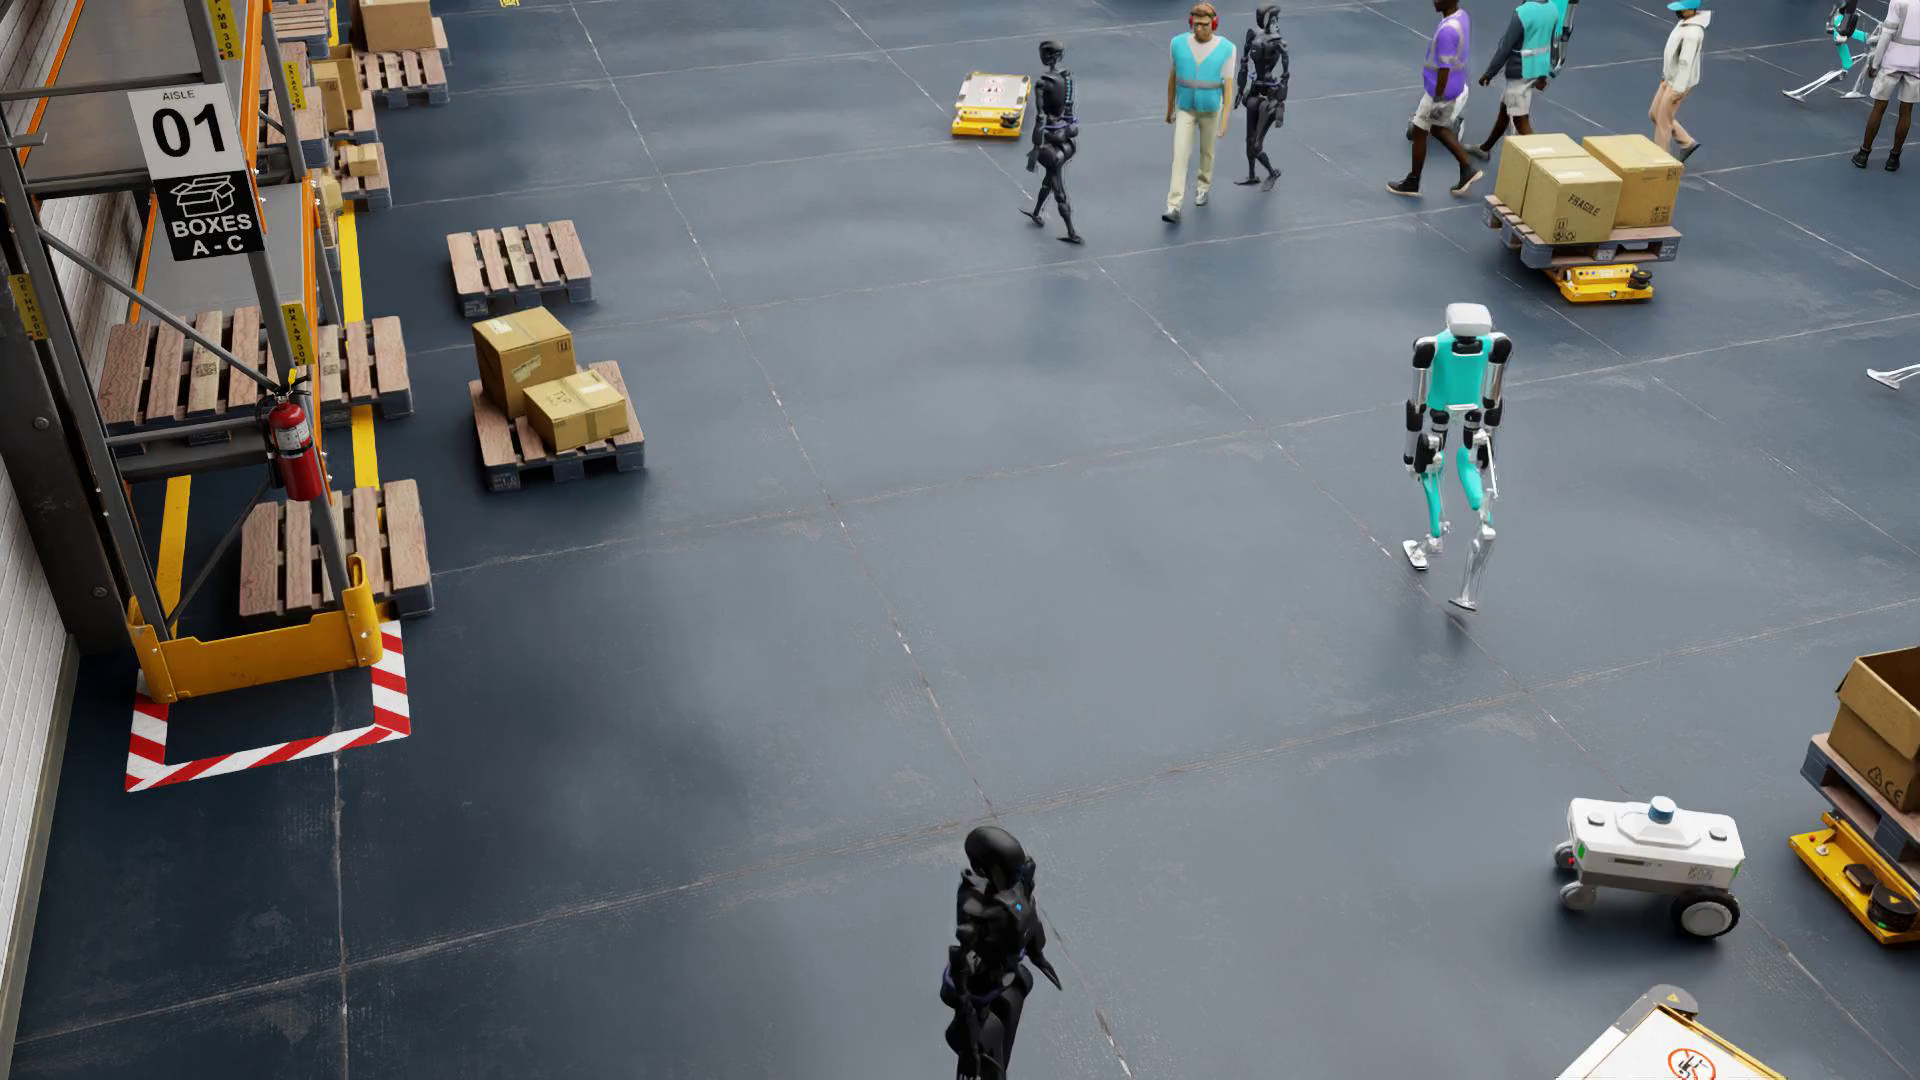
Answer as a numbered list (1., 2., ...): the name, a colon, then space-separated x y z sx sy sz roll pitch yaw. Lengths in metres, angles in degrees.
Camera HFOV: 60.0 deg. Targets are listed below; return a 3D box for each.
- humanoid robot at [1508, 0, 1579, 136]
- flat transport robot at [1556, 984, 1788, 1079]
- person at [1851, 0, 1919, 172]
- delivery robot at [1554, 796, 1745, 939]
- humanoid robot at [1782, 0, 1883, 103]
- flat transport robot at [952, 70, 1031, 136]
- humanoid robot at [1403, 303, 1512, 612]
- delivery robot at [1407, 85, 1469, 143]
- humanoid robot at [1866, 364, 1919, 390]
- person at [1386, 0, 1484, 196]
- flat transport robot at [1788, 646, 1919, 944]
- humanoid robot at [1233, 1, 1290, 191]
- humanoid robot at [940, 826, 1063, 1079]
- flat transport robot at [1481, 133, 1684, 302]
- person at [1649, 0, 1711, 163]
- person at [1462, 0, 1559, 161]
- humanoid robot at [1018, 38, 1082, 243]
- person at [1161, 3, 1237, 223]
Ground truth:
1. humanoid robot: 5.244 -4.428 15.375 0.554 1.860 0.750 -6 34 -9
2. flat transport robot: 2.591 2.284 6.355 1.431 0.231 0.659 -26 41 -33
3. person: 8.469 -4.278 14.896 0.552 1.933 0.365 12 35 18
4. delivery robot: 3.110 1.415 7.444 0.802 0.614 0.499 6 34 9
5. humanoid robot: 8.805 -5.069 16.308 1.036 1.740 0.555 6 34 9
6. flat transport robot: 0.325 -4.334 16.506 0.659 0.231 1.431 4 33 5
7. humanoid robot: 2.751 -0.359 9.109 0.541 1.777 1.027 -3 33 -4
8. delivery robot: 4.622 -4.142 15.921 0.499 0.563 0.738 15 36 21
9. humanoid robot: 6.839 -1.673 11.103 1.042 1.740 0.548 13 35 18
10. person: 4.212 -3.876 14.279 0.734 1.933 0.613 17 37 24
11. flat transport robot: 4.647 1.445 7.642 1.431 0.231 0.659 -8 34 -12
12. humanoid robot: 2.655 -3.886 14.529 0.370 1.645 0.614 -21 38 -29
13. humanoid robot: 0.160 1.656 6.028 0.370 1.655 0.598 18 37 25
14. flat transport robot: 4.942 -2.302 13.389 0.659 0.231 1.431 -4 33 -6
15. person: 6.403 -4.063 14.816 0.522 1.649 0.507 7 34 10
16. person: 4.975 -4.169 14.770 0.583 1.891 0.958 -26 41 -33
17. humanoid robot: 0.736 -3.277 13.631 0.752 1.623 0.615 20 38 27
18. person: 1.989 -3.585 13.960 0.571 1.790 0.960 10 34 14
